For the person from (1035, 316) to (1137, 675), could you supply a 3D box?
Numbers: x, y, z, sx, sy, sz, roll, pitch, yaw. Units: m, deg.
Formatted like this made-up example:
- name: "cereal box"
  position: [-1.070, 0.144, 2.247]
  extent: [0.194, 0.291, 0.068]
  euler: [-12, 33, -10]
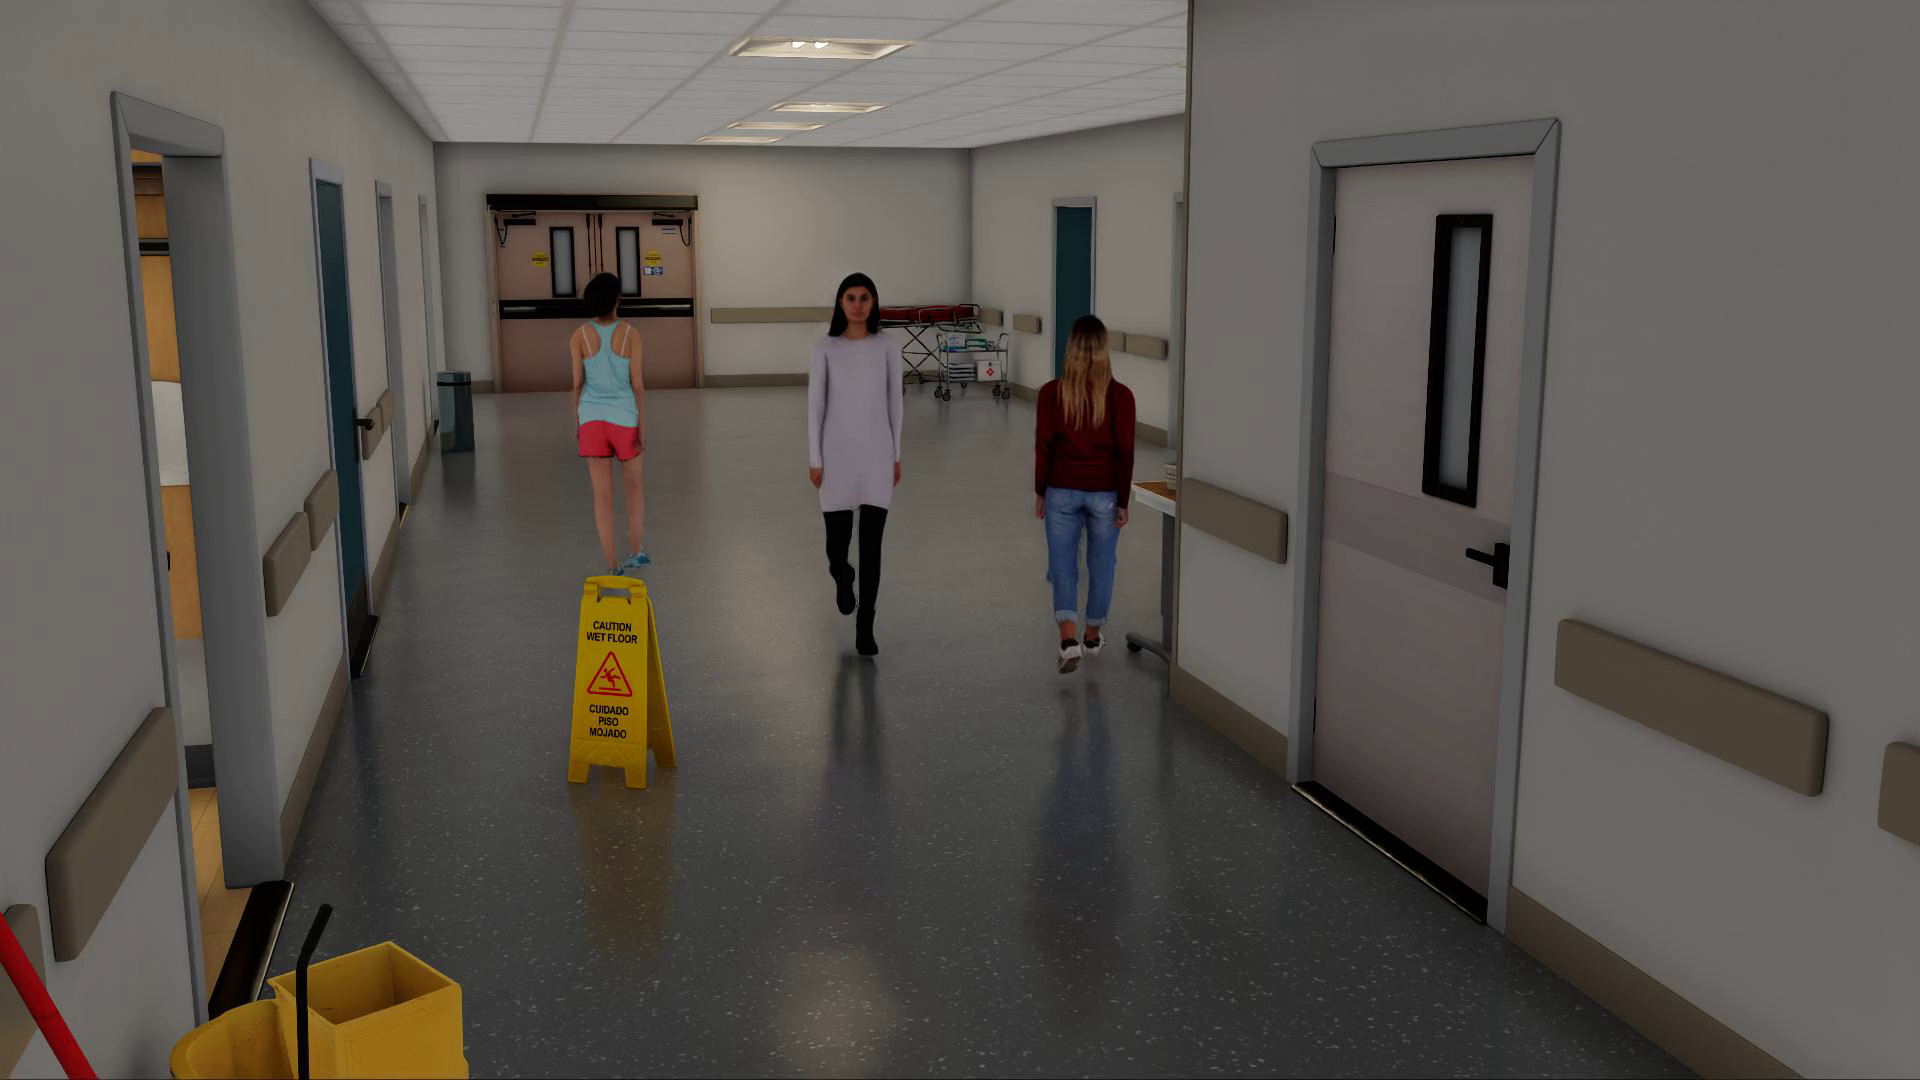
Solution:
- name: "person"
  position: [0.557, -0.174, 7.479]
  extent: [0.797, 1.606, 1.076]
  euler: [0, 11, 0]

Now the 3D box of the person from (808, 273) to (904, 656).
- name: "person"
  position: [-0.486, -0.369, 8.014]
  extent: [0.685, 1.790, 1.006]
  euler: [-2, 11, -8]

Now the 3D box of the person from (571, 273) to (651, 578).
- name: "person"
  position: [-1.991, -0.610, 9.387]
  extent: [0.644, 1.751, 0.817]
  euler: [-1, 11, -6]
